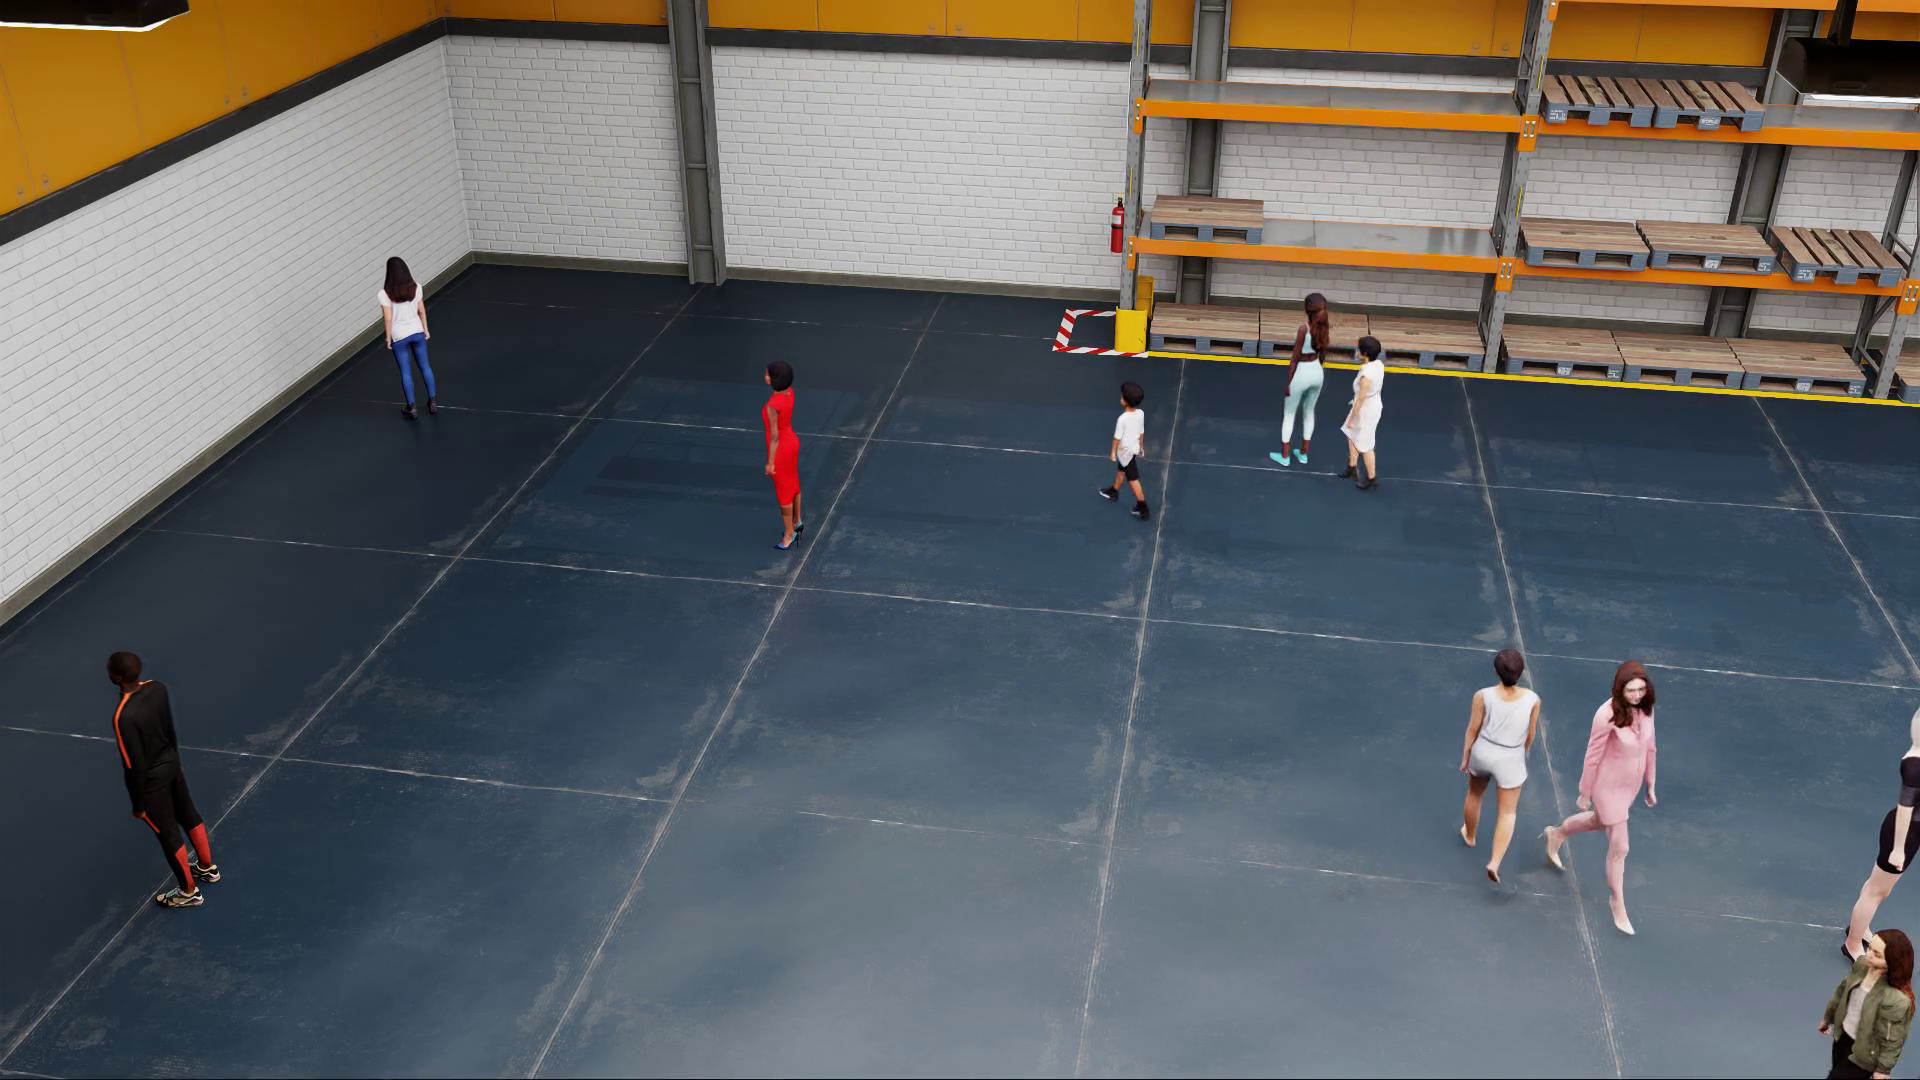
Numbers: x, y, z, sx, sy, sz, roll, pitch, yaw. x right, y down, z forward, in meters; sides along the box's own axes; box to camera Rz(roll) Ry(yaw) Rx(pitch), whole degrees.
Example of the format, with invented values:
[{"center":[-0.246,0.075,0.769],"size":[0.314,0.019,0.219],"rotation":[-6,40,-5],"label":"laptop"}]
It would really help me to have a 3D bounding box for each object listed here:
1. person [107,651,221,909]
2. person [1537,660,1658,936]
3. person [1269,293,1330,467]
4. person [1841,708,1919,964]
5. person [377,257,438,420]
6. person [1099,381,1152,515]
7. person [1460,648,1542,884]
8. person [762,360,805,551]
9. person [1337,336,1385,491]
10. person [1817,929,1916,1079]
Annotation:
[{"center":[-4.947,1.459,10.254],"size":[0.519,1.807,0.625],"rotation":[4,29,7],"label":"person"},{"center":[3.974,1.484,10.262],"size":[1.125,1.756,1.113],"rotation":[-16,32,-26],"label":"person"},{"center":[3.311,-1.503,15.772],"size":[0.710,1.723,0.785],"rotation":[-15,32,-25],"label":"person"},{"center":[5.516,1.723,9.747],"size":[0.655,1.830,0.659],"rotation":[21,35,34],"label":"person"},{"center":[-5.575,-2.036,16.790],"size":[0.681,1.684,0.728],"rotation":[-21,35,-33],"label":"person"},{"center":[1.561,-0.808,15.004],"size":[0.801,1.238,0.928],"rotation":[-24,37,-37],"label":"person"},{"center":[3.407,1.431,10.540],"size":[0.870,1.583,0.701],"rotation":[8,30,14],"label":"person"},{"center":[-1.520,-0.739,14.351],"size":[0.527,1.743,0.588],"rotation":[8,30,15],"label":"person"},{"center":[3.812,-1.129,15.290],"size":[0.739,1.529,0.662],"rotation":[16,32,27],"label":"person"},{"center":[4.677,2.597,8.525],"size":[0.640,1.465,0.648],"rotation":[1,29,2],"label":"person"}]
